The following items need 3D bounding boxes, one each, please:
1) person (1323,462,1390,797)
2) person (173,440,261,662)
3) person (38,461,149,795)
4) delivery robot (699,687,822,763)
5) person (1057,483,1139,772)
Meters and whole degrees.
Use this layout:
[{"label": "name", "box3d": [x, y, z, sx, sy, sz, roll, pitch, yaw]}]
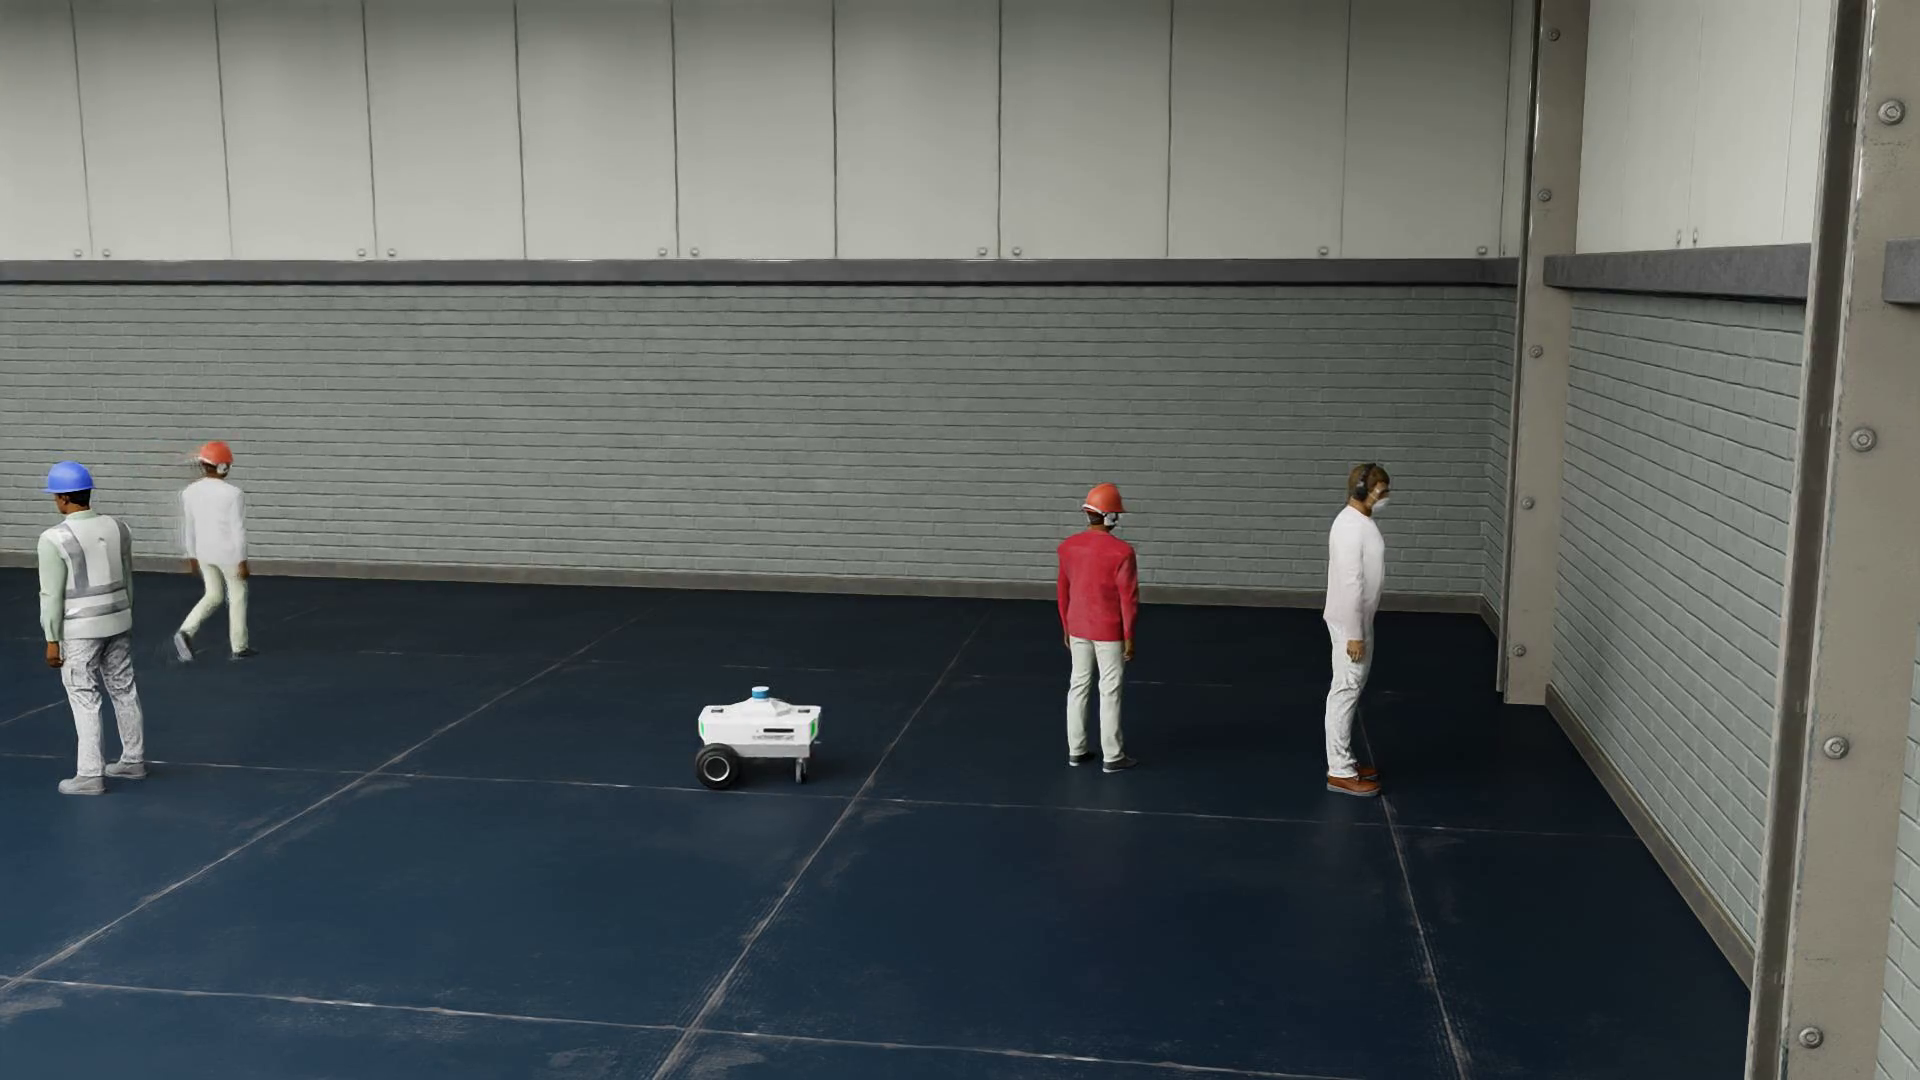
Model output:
[{"label": "person", "box3d": [2.312, 0.506, 9.712, 0.371, 1.934, 0.627, 3, 10, 16]}, {"label": "person", "box3d": [-5.737, 0.104, 12.799, 0.569, 1.733, 0.639, 4, 10, 21]}, {"label": "person", "box3d": [-5.085, 0.506, 9.706, 0.425, 1.938, 0.603, 3, 10, 19]}, {"label": "delivery robot", "box3d": [-1.180, 1.117, 9.891, 0.707, 0.478, 0.477, 0, 9, 0]}, {"label": "person", "box3d": [0.855, 0.527, 10.125, 0.564, 1.752, 0.340, 8, 12, 40]}]
